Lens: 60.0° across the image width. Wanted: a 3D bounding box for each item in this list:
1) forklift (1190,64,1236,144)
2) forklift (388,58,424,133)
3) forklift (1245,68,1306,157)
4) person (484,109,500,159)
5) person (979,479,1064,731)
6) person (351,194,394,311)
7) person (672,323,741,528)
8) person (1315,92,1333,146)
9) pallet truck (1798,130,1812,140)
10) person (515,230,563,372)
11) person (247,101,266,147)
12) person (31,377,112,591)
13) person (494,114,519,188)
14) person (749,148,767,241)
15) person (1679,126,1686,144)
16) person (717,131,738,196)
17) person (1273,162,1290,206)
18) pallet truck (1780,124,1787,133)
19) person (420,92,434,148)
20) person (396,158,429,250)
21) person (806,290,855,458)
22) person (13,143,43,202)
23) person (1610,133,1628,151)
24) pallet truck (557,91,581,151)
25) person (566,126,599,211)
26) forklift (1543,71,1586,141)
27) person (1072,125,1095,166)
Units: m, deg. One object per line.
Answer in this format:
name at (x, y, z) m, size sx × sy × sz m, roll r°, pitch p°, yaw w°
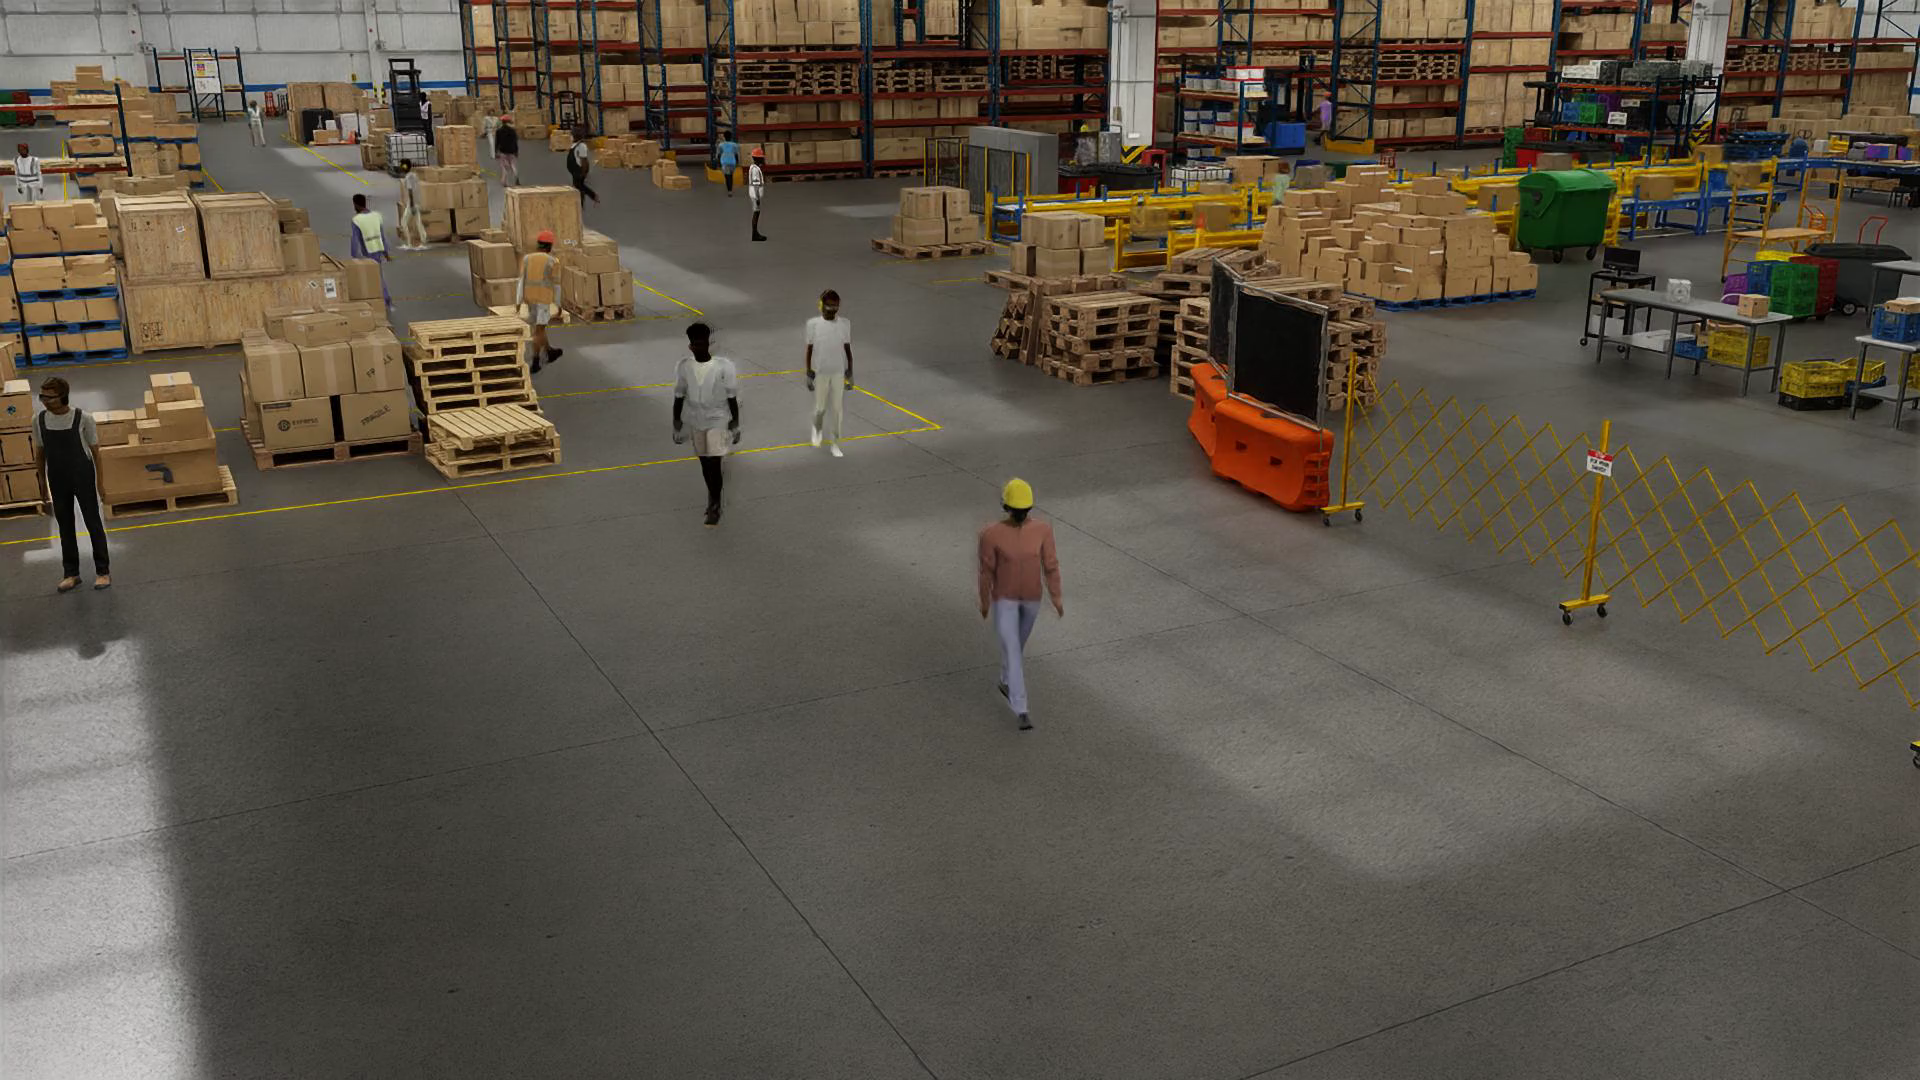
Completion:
forklift at (9.147, -15.252, 58.383) m, size 1.129 × 2.768 × 1.873 m, roll -9°, pitch 20°, yaw -27°
forklift at (-21.809, -17.459, 65.263) m, size 1.129 × 2.768 × 1.873 m, roll -9°, pitch 20°, yaw -26°
forklift at (10.528, -14.181, 55.044) m, size 1.129 × 2.768 × 1.873 m, roll -9°, pitch 20°, yaw -26°
person at (-15.071, -13.127, 53.804) m, size 0.824 × 1.595 × 0.545 m, roll 16°, pitch 24°, yaw 42°
person at (0.415, 0.412, 11.421) m, size 0.534 × 1.714 × 0.905 m, roll -6°, pitch 19°, yaw -17°
person at (-9.651, -4.668, 27.023) m, size 1.004 × 1.862 × 0.610 m, roll 9°, pitch 20°, yaw 25°
person at (-2.433, -1.085, 15.732) m, size 0.626 × 1.930 × 0.805 m, roll 5°, pitch 18°, yaw 15°
person at (12.839, -14.738, 58.339) m, size 0.541 × 1.919 × 0.552 m, roll -10°, pitch 20°, yaw -28°
pallet truck at (25.526, -11.556, 49.408) m, size 1.630 × 1.274 × 0.653 m, roll -9°, pitch 20°, yaw -26°
person at (-5.722, -3.264, 22.677) m, size 0.586 × 1.853 × 1.032 m, roll 5°, pitch 18°, yaw 14°
person at (-24.876, -14.703, 58.751) m, size 0.545 × 1.588 × 0.888 m, roll -14°, pitch 22°, yaw -36°
person at (-7.468, -0.474, 13.985) m, size 0.516 × 1.841 × 0.326 m, roll -3°, pitch 18°, yaw -9°
person at (-12.312, -10.567, 45.246) m, size 0.507 × 1.964 × 0.641 m, roll 16°, pitch 24°, yaw 40°
person at (-4.250, -7.269, 35.040) m, size 0.385 × 1.930 × 0.539 m, roll -3°, pitch 18°, yaw -9°
person at (21.231, -11.549, 48.720) m, size 0.914 × 1.715 × 0.530 m, roll 3°, pitch 18°, yaw 9°
person at (-6.060, -9.830, 43.455) m, size 0.541 × 1.650 × 0.874 m, roll -6°, pitch 19°, yaw -19°
person at (6.938, -7.302, 35.669) m, size 0.842 × 1.580 × 0.519 m, roll -9°, pitch 20°, yaw -26°
pallet truck at (25.206, -12.542, 52.601) m, size 1.601 × 1.201 × 0.680 m, roll 0°, pitch 18°, yaw -2°
person at (-18.711, -14.744, 58.370) m, size 0.588 × 1.911 × 0.397 m, roll 14°, pitch 23°, yaw 37°
person at (-11.174, -6.786, 33.660) m, size 0.745 × 1.839 × 0.524 m, roll 2°, pitch 18°, yaw 5°
person at (-1.423, -1.827, 18.207) m, size 0.520 × 1.848 × 0.435 m, roll -5°, pitch 18°, yaw -14°
person at (-20.758, -7.910, 37.123) m, size 0.571 × 1.876 × 0.353 m, roll 0°, pitch 18°, yaw -1°
person at (20.785, -12.736, 52.482) m, size 0.546 × 1.661 × 0.752 m, roll 12°, pitch 21°, yaw 32°
pallet truck at (-13.495, -14.412, 57.188) m, size 0.823 × 1.965 × 1.885 m, roll -3°, pitch 18°, yaw -9°
person at (-9.167, -9.010, 40.278) m, size 0.720 × 2.000 × 0.694 m, roll -7°, pitch 19°, yaw -22°
forklift at (18.685, -13.231, 52.085) m, size 1.873 × 2.768 × 1.129 m, roll -9°, pitch 20°, yaw -26°
person at (3.292, -10.087, 44.060) m, size 0.945 × 1.788 × 0.592 m, roll -11°, pitch 21°, yaw -32°
